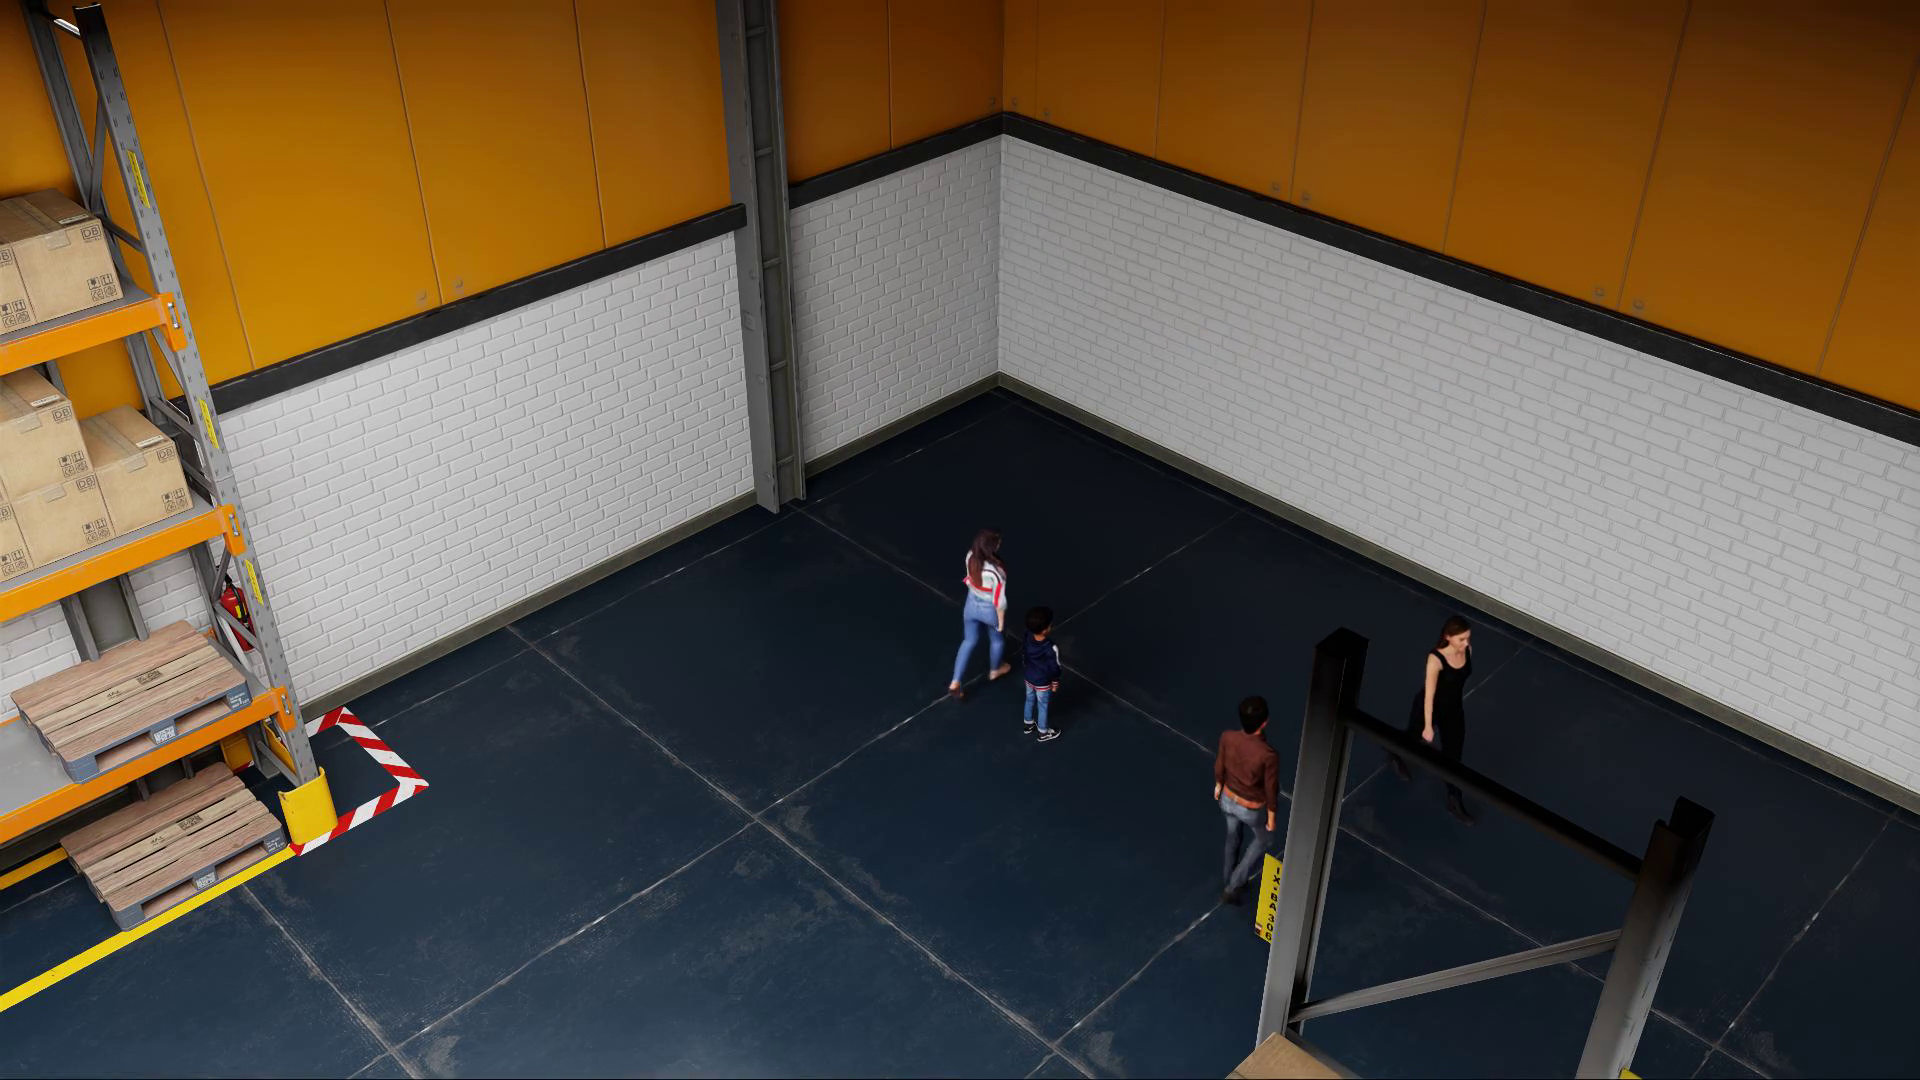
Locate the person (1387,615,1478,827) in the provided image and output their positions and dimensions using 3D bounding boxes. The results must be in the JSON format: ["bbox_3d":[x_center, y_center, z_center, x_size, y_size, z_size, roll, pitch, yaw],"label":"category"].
[{"bbox_3d":[3.437,1.219,12.171,1.142,1.640,0.880,-17,37,-24],"label":"person"}]

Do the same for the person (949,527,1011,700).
[{"bbox_3d":[0.149,0.588,13.174,0.695,1.581,1.016,20,39,27],"label":"person"}]

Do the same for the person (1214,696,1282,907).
[{"bbox_3d":[1.872,1.815,11.153,0.692,1.774,0.714,26,41,33],"label":"person"}]

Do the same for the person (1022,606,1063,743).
[{"bbox_3d":[0.609,1.022,12.846,0.493,1.221,0.522,-26,42,-34],"label":"person"}]
